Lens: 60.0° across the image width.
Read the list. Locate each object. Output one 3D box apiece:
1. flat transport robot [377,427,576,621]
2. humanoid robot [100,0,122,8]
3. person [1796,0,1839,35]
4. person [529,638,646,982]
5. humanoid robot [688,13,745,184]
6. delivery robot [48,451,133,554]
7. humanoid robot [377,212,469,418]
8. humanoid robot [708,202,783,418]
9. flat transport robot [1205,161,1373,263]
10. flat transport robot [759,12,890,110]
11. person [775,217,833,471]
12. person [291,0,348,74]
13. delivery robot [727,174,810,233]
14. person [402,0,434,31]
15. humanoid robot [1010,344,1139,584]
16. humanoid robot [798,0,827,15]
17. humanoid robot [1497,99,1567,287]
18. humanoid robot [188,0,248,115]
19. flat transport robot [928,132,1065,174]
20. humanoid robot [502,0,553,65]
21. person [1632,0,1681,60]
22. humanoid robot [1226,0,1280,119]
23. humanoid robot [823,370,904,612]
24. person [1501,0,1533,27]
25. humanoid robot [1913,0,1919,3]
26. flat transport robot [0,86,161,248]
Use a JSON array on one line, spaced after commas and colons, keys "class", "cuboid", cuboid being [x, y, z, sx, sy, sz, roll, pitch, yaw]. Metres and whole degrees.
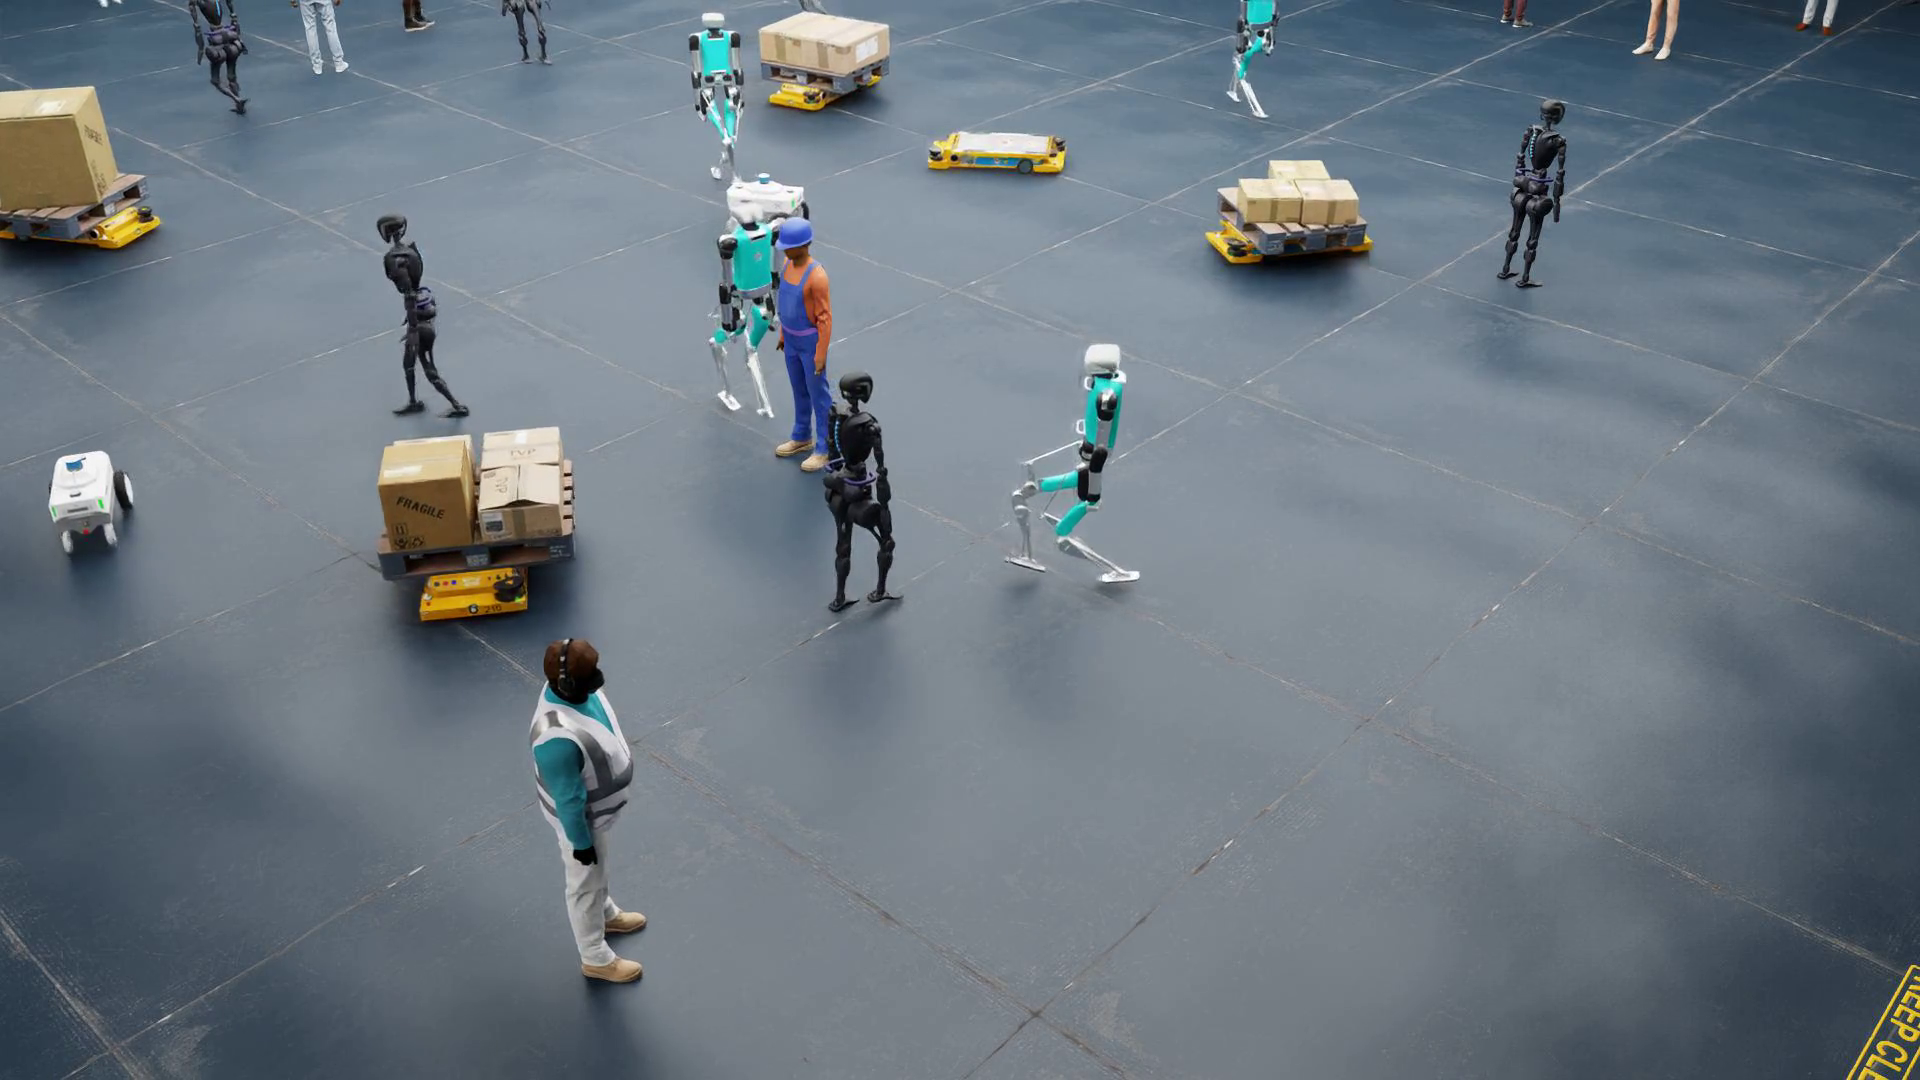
[{"class": "flat transport robot", "cuboid": [-3.167, 0.042, 11.087, 0.659, 0.231, 1.431, -6, 32, -10]}, {"class": "humanoid robot", "cuboid": [-12.124, -8.371, 23.233, 0.541, 1.790, 0.740, -20, 37, -29]}, {"class": "person", "cuboid": [11.535, -7.627, 21.959, 0.511, 1.827, 0.363, 23, 38, 32]}, {"class": "person", "cuboid": [-1.709, 1.223, 7.695, 0.431, 1.844, 0.623, -1, 32, -2]}, {"class": "humanoid robot", "cuboid": [-2.386, -4.358, 16.826, 0.536, 1.751, 0.962, -10, 33, -16]}, {"class": "delivery robot", "cuboid": [-5.982, -0.303, 11.357, 0.499, 0.580, 0.757, -11, 34, -18]}, {"class": "humanoid robot", "cuboid": [-4.111, -1.683, 12.554, 0.532, 1.639, 0.610, -10, 33, -16]}, {"class": "humanoid robot", "cuboid": [-1.704, -1.773, 12.639, 0.543, 1.775, 0.826, -23, 39, -33]}, {"class": "flat transport robot", "cuboid": [3.125, -2.882, 15.794, 1.431, 0.231, 0.659, -8, 33, -13]}, {"class": "flat transport robot", "cuboid": [-1.618, -5.470, 19.962, 0.659, 0.231, 1.431, 17, 36, 26]}, {"class": "person", "cuboid": [-1.116, -1.408, 11.874, 0.370, 1.904, 0.521, -24, 39, -33]}, {"class": "person", "cuboid": [-7.915, -6.694, 20.371, 0.595, 1.918, 0.386, -8, 33, -12]}, {"class": "delivery robot", "cuboid": [-1.876, -3.251, 16.099, 0.759, 0.575, 0.499, 7, 33, 11]}, {"class": "person", "cuboid": [-7.398, -7.771, 22.094, 0.426, 1.933, 0.643, 11, 33, 16]}, {"class": "humanoid robot", "cuboid": [0.627, -0.421, 10.484, 1.041, 1.773, 0.548, 2, 32, 4]}, {"class": "humanoid robot", "cuboid": [-1.936, -7.669, 22.144, 0.795, 1.796, 0.530, -15, 35, -23]}, {"class": "humanoid robot", "cuboid": [5.111, -3.099, 14.798, 0.315, 1.655, 0.599, -13, 34, -20]}, {"class": "humanoid robot", "cuboid": [-8.366, -5.648, 18.913, 0.449, 1.636, 0.610, 19, 37, 28]}, {"class": "flat transport robot", "cuboid": [0.401, -4.157, 17.849, 1.431, 0.231, 0.659, 3, 32, 5]}, {"class": "humanoid robot", "cuboid": [-5.405, -6.736, 20.675, 0.612, 1.639, 0.567, -16, 35, -24]}, {"class": "person", "cuboid": [8.947, -7.018, 20.934, 0.362, 1.875, 0.518, -20, 37, -29]}, {"class": "humanoid robot", "cuboid": [3.257, -5.742, 19.059, 0.549, 1.770, 1.040, -14, 34, -21]}, {"class": "humanoid robot", "cuboid": [-0.639, -0.310, 10.327, 0.449, 1.646, 0.589, -26, 40, -35]}, {"class": "person", "cuboid": [7.607, -7.831, 22.308, 0.380, 1.805, 0.552, -13, 34, -20]}, {"class": "humanoid robot", "cuboid": [13.884, -8.346, 23.326, 0.785, 1.651, 0.588, -13, 34, -20]}, {"class": "flat transport robot", "cuboid": [-8.596, -3.067, 16.092, 1.431, 0.231, 0.659, 7, 33, 11]}]
